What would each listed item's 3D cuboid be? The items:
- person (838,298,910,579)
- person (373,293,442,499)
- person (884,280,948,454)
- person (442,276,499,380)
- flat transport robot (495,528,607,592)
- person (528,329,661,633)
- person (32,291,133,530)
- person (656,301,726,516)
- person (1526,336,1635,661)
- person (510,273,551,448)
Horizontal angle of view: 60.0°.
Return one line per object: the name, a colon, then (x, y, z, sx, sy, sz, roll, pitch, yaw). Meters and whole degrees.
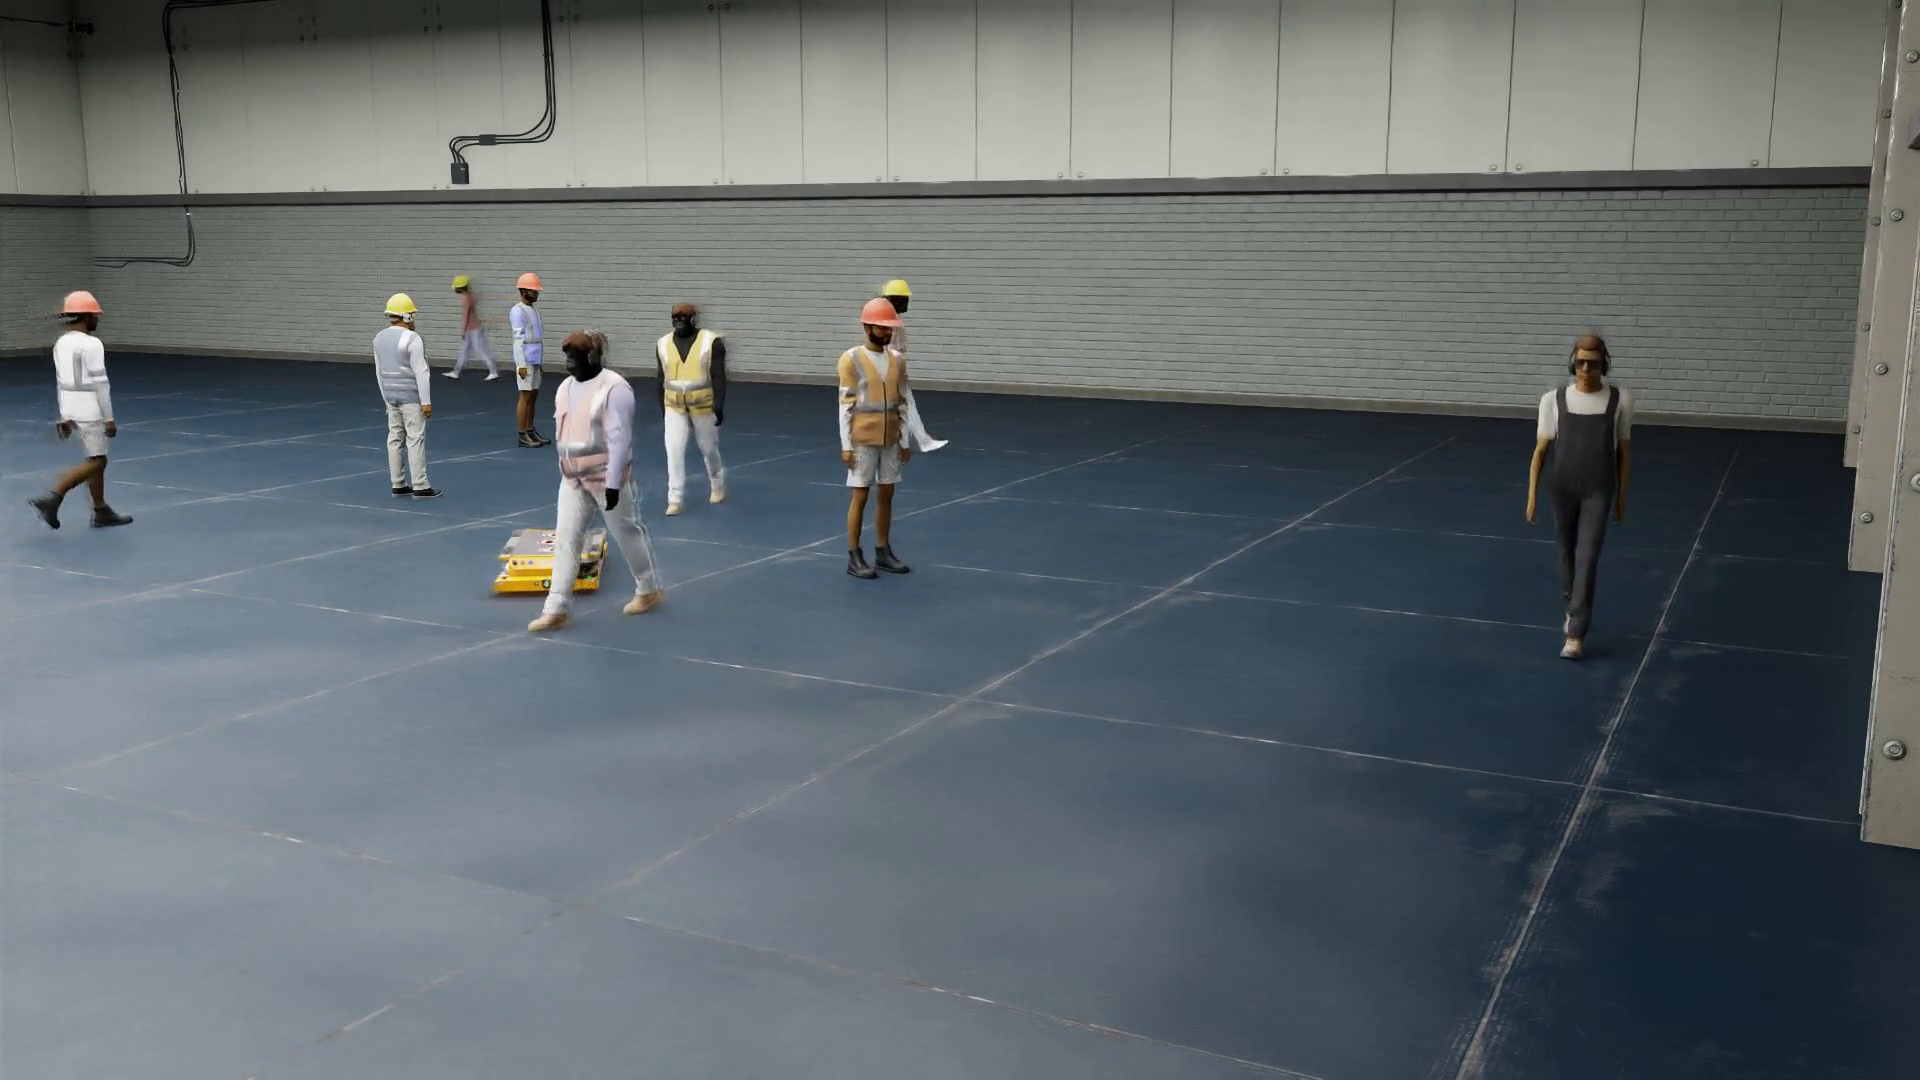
person: (-0.570, -0.695, 11.460, 0.555, 1.930, 0.390, -8, 13, -37)
person: (-4.941, -1.279, 14.875, 0.590, 1.837, 0.404, 6, 12, 30)
person: (-0.639, -1.843, 17.833, 0.974, 1.870, 0.609, -1, 10, -4)
person: (-7.928, -3.415, 26.895, 0.903, 1.694, 0.578, -3, 11, -15)
flat transport robot: (-2.813, 0.118, 11.532, 0.652, 0.197, 1.431, -2, 11, -9)
person: (-2.193, -0.374, 10.080, 0.635, 1.799, 0.955, 7, 12, 33)
person: (-7.018, -1.005, 13.175, 0.548, 1.915, 0.738, 8, 13, 36)
person: (-2.286, -1.151, 14.280, 0.629, 1.808, 0.919, 1, 10, 6)
person: (3.538, -0.268, 9.509, 0.527, 1.795, 0.993, 5, 12, 26)
person: (-4.774, -1.997, 18.522, 0.363, 1.934, 0.553, 1, 10, 6)
